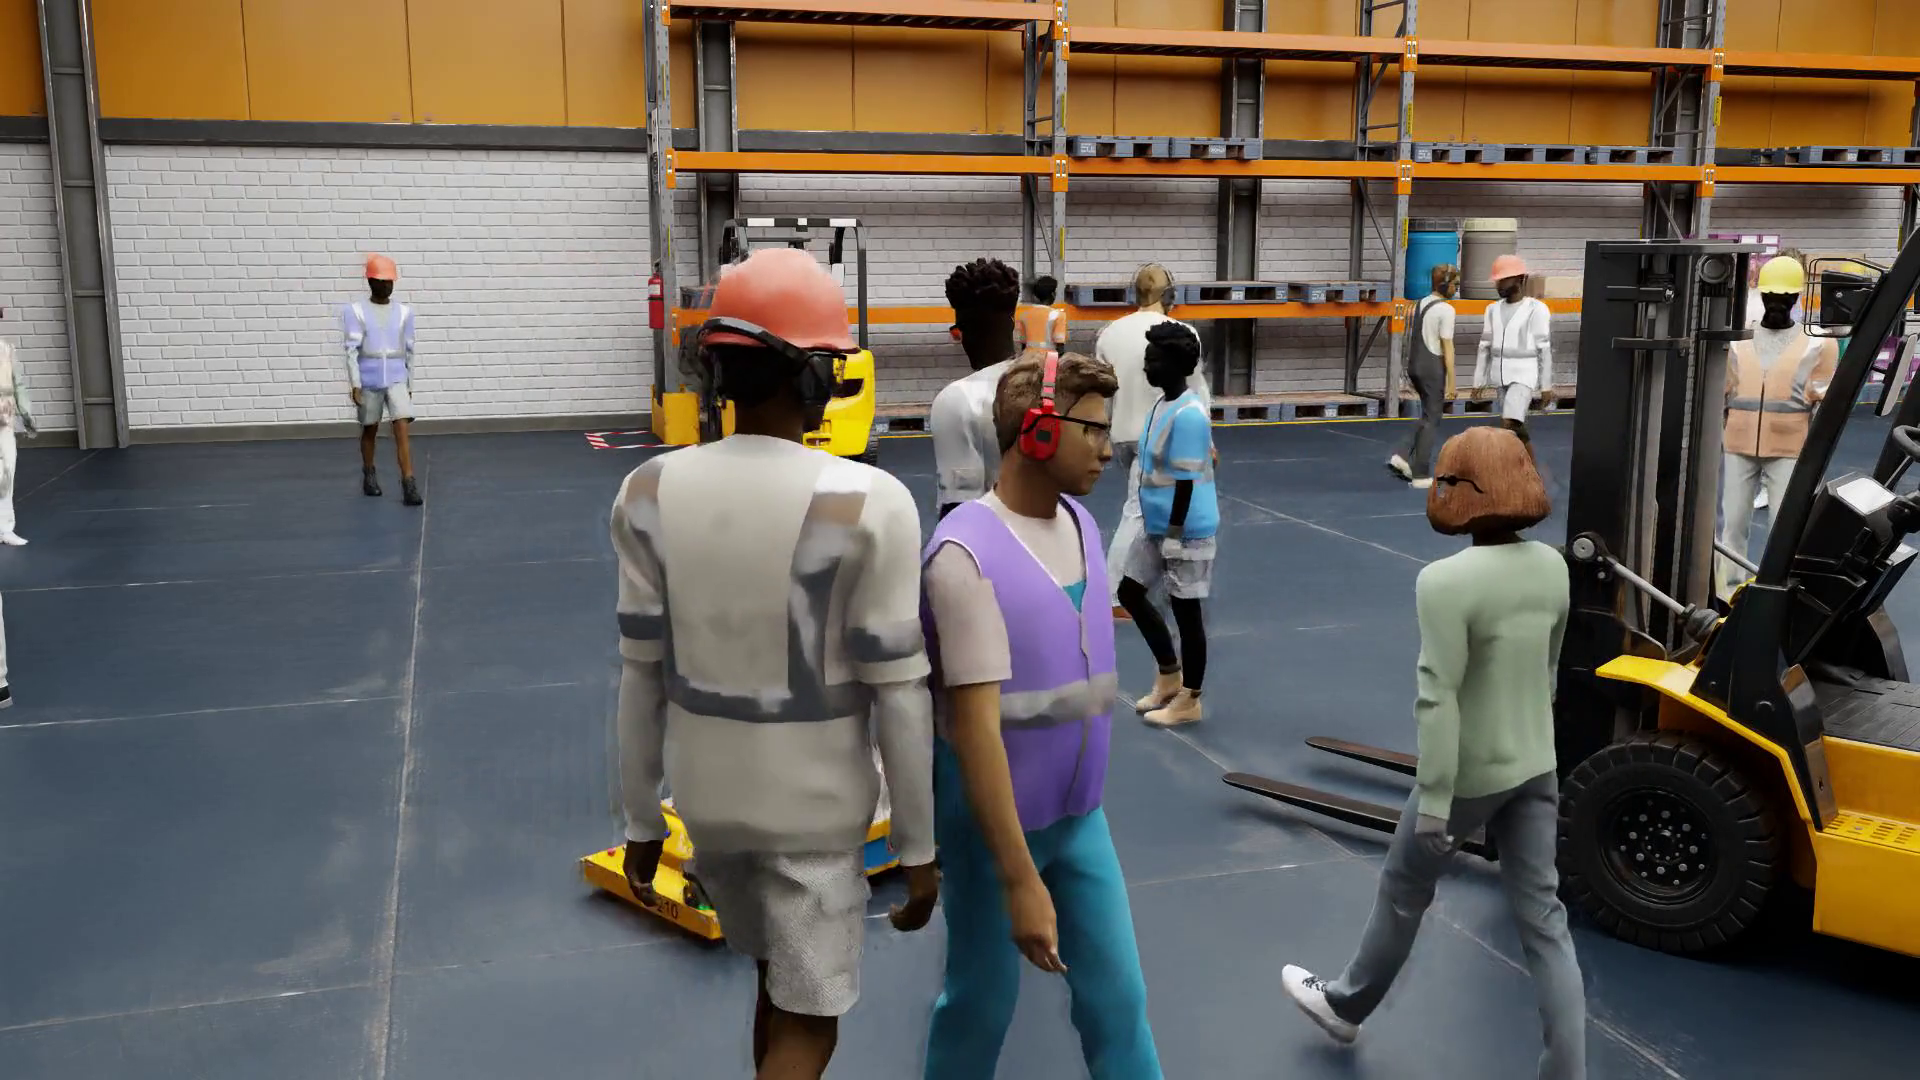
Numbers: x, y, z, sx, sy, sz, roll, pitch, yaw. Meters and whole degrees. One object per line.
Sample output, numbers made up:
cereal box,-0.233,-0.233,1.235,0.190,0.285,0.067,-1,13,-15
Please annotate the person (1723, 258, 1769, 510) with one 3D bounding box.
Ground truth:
person,5.824,-1.176,12.492,0.885,1.875,0.661,6,12,28

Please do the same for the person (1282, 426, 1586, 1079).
person,1.168,0.530,3.888,0.534,1.586,0.851,-6,12,-31

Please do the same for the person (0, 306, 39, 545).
person,-6.299,-0.746,10.801,0.360,1.624,0.535,2,11,12

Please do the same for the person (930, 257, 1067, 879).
person,0.108,0.107,5.210,0.379,1.959,0.604,9,14,41

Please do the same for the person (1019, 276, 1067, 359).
person,0.811,-1.571,15.195,0.550,1.654,0.834,8,13,37

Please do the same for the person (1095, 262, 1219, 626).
person,1.041,-0.517,8.846,1.026,1.883,0.636,-9,14,-40

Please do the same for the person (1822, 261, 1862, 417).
person,9.848,-2.223,18.544,0.523,1.746,0.553,-3,11,-18

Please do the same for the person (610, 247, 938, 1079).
person,-0.373,0.489,2.991,0.625,2.012,0.946,5,11,25

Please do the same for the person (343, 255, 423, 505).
person,-4.432,-1.227,12.749,0.549,1.891,1.009,-6,12,-30

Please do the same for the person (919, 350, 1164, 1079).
person,0.213,0.569,3.091,0.772,1.809,0.640,8,13,38

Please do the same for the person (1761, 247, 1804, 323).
person,8.725,-2.170,17.803,0.637,1.916,0.633,0,10,-2

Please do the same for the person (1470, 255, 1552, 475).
person,4.154,-1.211,12.658,1.018,1.876,0.564,-6,12,-31

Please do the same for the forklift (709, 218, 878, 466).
forklift,-1.522,-1.778,14.899,1.214,2.155,2.313,-3,11,-17

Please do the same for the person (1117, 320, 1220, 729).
person,0.846,-0.050,6.796,0.398,1.680,0.556,-2,10,-9

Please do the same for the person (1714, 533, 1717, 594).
person,2.951,0.026,6.723,0.845,1.604,0.499,4,11,19

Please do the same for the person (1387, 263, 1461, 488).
person,3.773,-1.301,13.327,0.425,1.824,0.519,-2,11,-13

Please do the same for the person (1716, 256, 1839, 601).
person,4.116,-0.473,8.492,0.587,1.925,0.390,8,13,38

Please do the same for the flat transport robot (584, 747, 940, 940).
flat transport robot,-0.432,0.915,5.412,0.652,0.197,1.431,10,14,44

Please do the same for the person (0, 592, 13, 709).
person,-4.310,-0.158,7.014,0.600,1.829,0.404,5,11,26

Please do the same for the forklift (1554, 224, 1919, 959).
forklift,2.909,0.117,4.508,2.313,2.155,1.214,9,14,40
